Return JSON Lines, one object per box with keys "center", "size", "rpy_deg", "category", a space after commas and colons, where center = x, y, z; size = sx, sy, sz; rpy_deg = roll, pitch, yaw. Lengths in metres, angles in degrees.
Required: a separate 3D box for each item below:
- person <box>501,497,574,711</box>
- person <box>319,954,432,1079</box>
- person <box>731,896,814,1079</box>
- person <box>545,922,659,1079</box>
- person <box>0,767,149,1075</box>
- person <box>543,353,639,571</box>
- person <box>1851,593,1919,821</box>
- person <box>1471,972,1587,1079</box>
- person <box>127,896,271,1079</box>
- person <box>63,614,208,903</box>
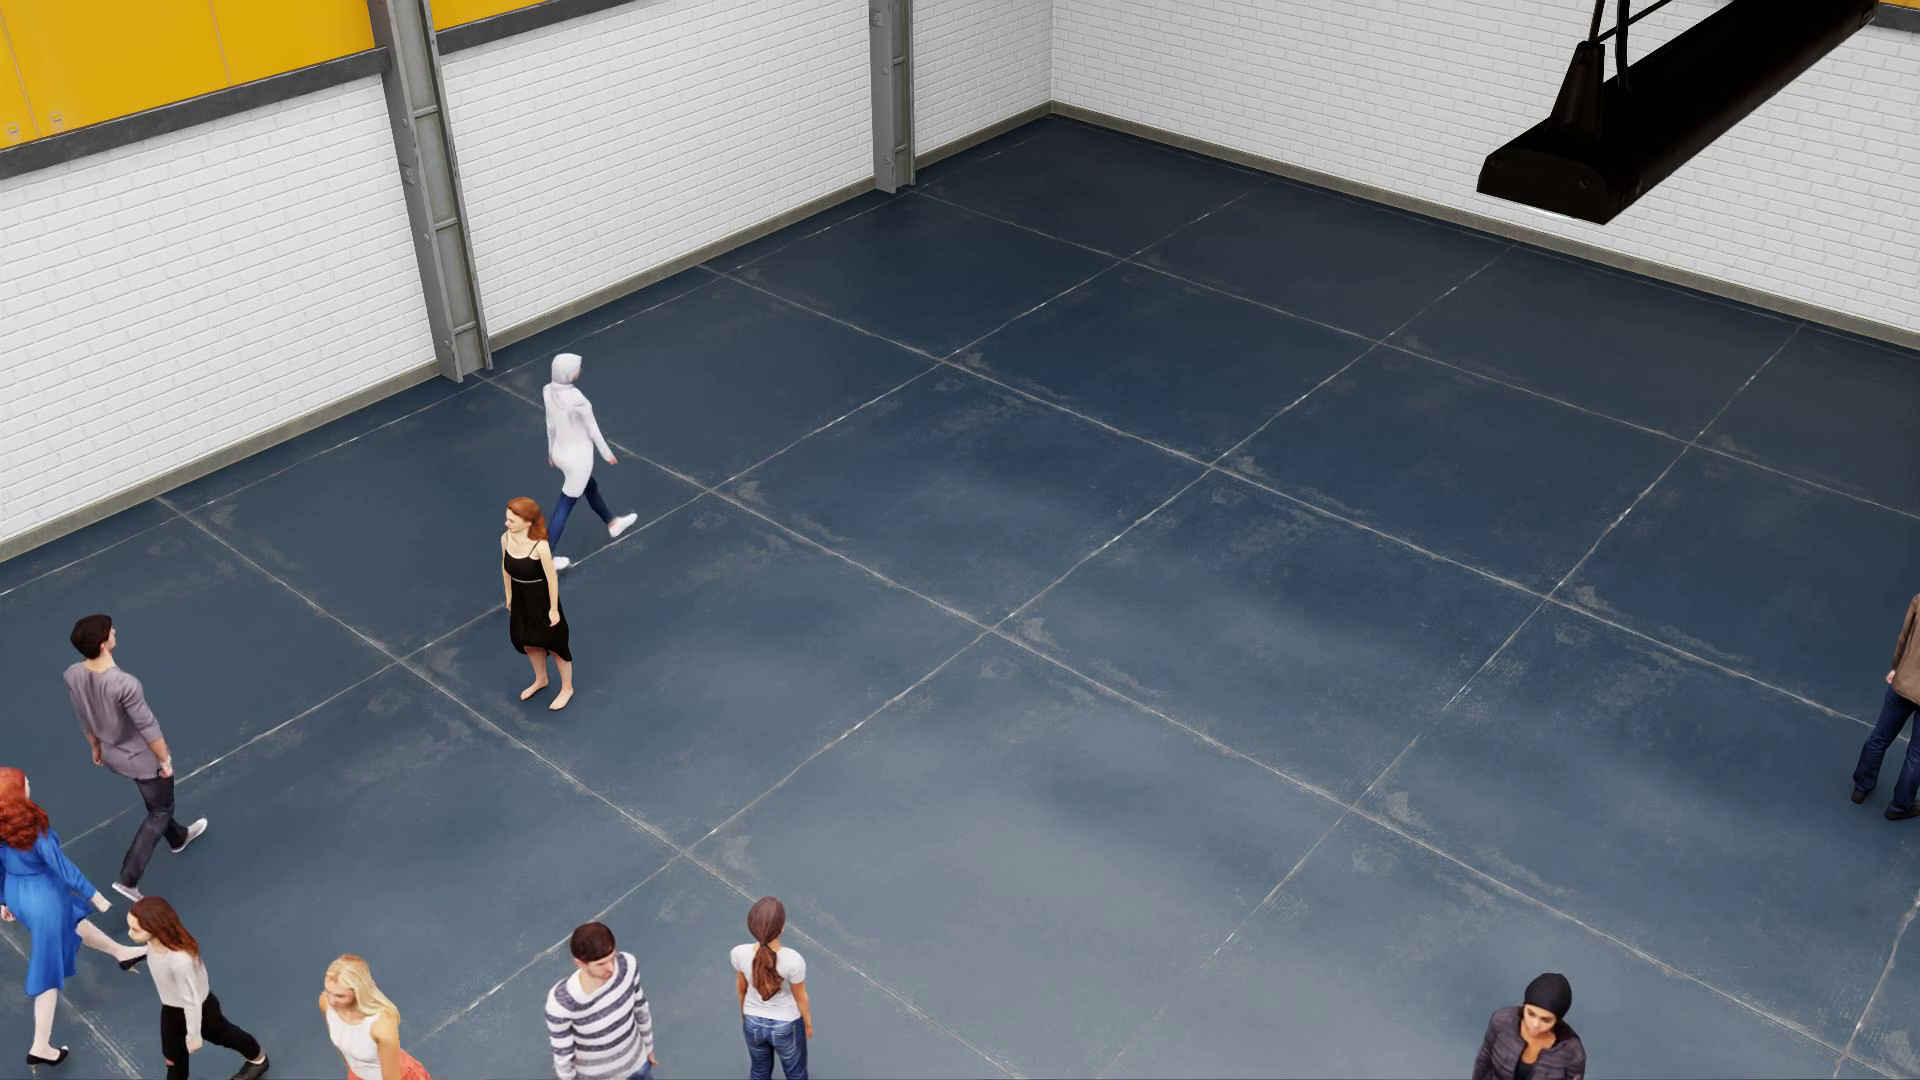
{"center": [-2.817, 0.406, 11.076], "size": [0.627, 1.625, 0.625], "rpy_deg": [16, 37, 23], "category": "person"}
{"center": [-2.611, 2.505, 7.786], "size": [0.748, 1.772, 1.052], "rpy_deg": [17, 37, 24], "category": "person"}
{"center": [-0.916, 2.362, 8.192], "size": [0.607, 1.561, 0.633], "rpy_deg": [8, 34, 11], "category": "person"}
{"center": [-1.662, 2.459, 7.791], "size": [0.495, 1.842, 0.732], "rpy_deg": [-27, 42, -35], "category": "person"}
{"center": [-4.767, 1.998, 8.555], "size": [0.902, 1.765, 1.250], "rpy_deg": [12, 36, 18], "category": "person"}
{"center": [-2.947, -0.526, 12.392], "size": [0.653, 1.720, 1.187], "rpy_deg": [26, 42, 34], "category": "person"}
{"center": [5.867, 0.894, 10.105], "size": [0.645, 1.887, 0.703], "rpy_deg": [-22, 39, -29], "category": "person"}
{"center": [2.610, 2.609, 7.701], "size": [0.731, 1.694, 1.200], "rpy_deg": [20, 39, 27], "category": "person"}
{"center": [-3.804, 2.313, 8.371], "size": [0.585, 1.444, 0.945], "rpy_deg": [22, 40, 30], "category": "person"}
{"center": [-4.831, 1.270, 9.592], "size": [0.915, 1.830, 1.154], "rpy_deg": [12, 35, 17], "category": "person"}
